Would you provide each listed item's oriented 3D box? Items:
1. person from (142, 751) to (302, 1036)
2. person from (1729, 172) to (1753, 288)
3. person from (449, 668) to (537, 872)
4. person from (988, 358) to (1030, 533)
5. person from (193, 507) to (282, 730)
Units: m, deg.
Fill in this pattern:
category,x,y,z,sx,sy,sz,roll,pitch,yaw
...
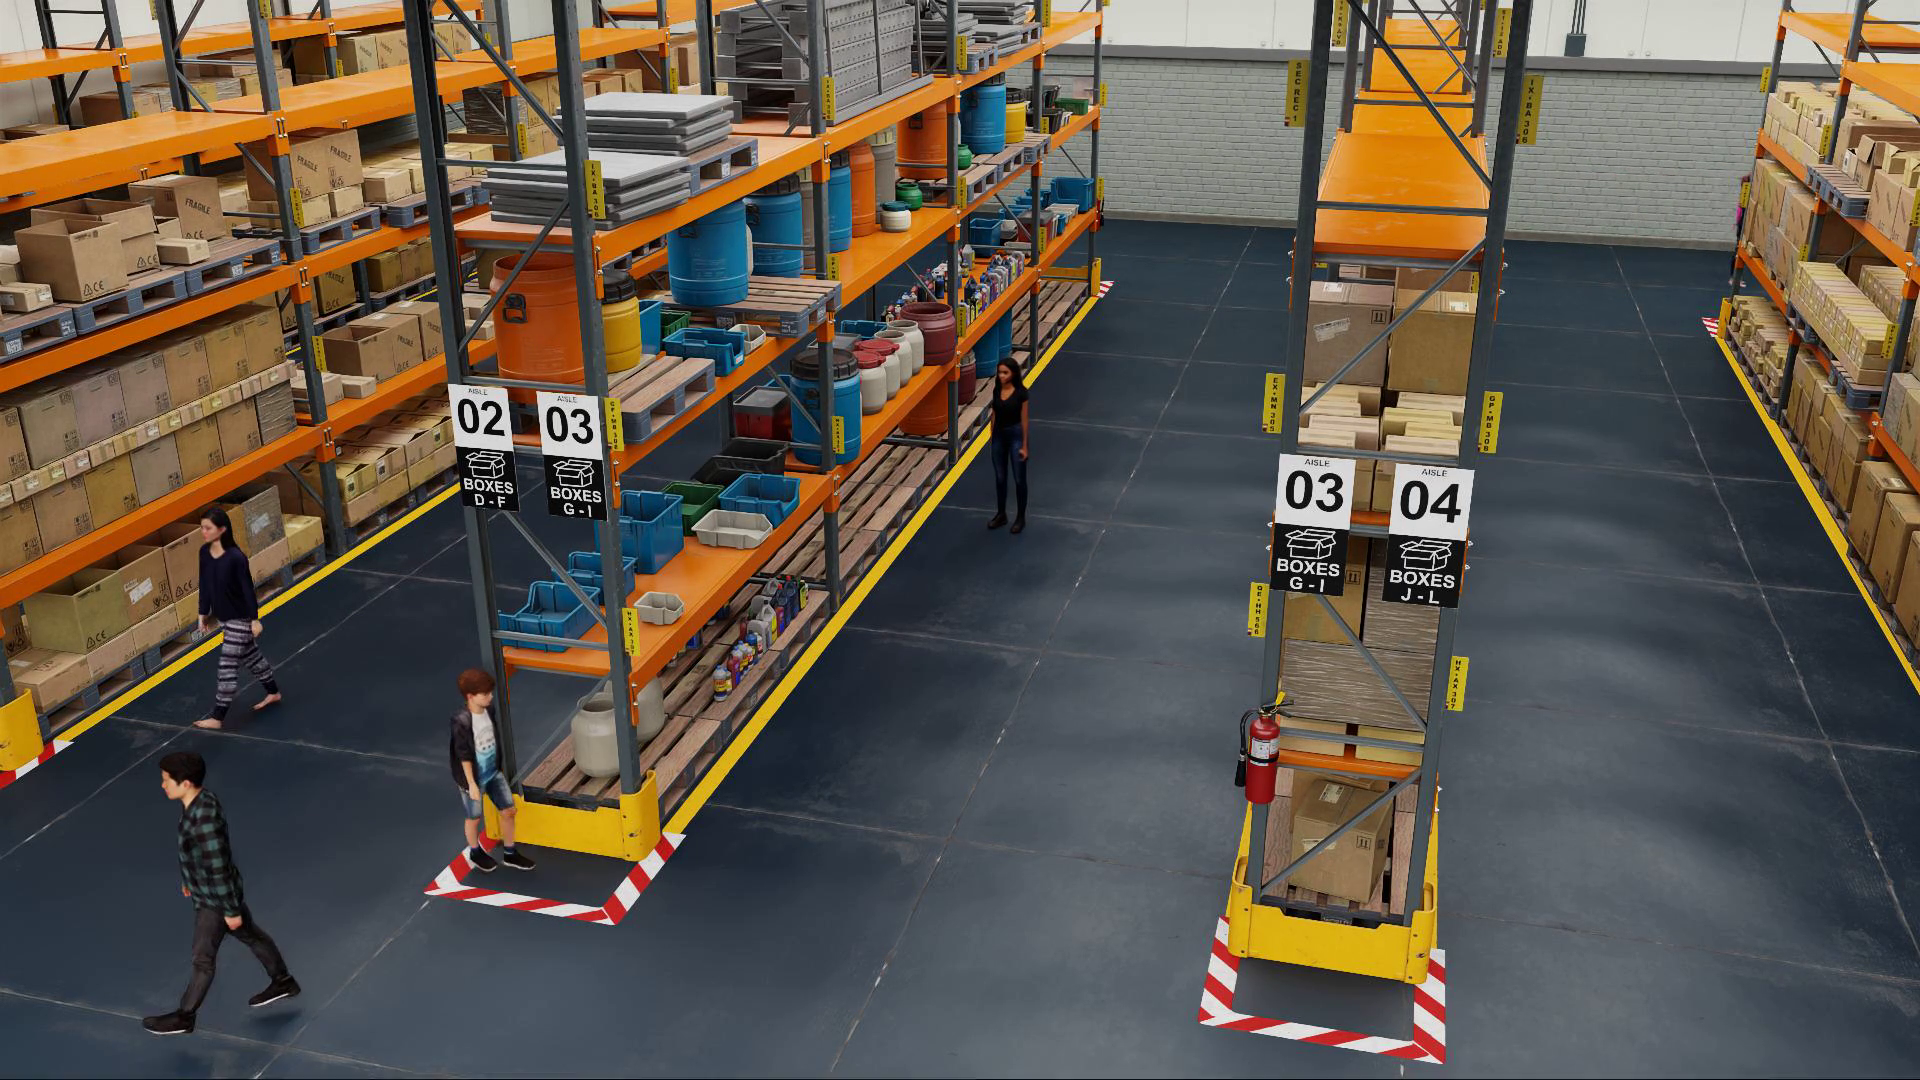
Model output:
category,x,y,z,sx,sy,sz,roll,pitch,yaw
person,-3.994,1.906,9.134,1.132,1.684,1.130,-10,24,-23
person,12.043,-4.780,25.504,0.720,1.753,0.629,-3,22,-6
person,-3.118,1.468,10.651,0.714,1.434,0.709,12,25,27
person,0.483,-0.939,16.134,0.595,1.737,0.579,10,24,24
person,-5.417,0.542,12.562,0.802,1.700,1.080,13,26,28
